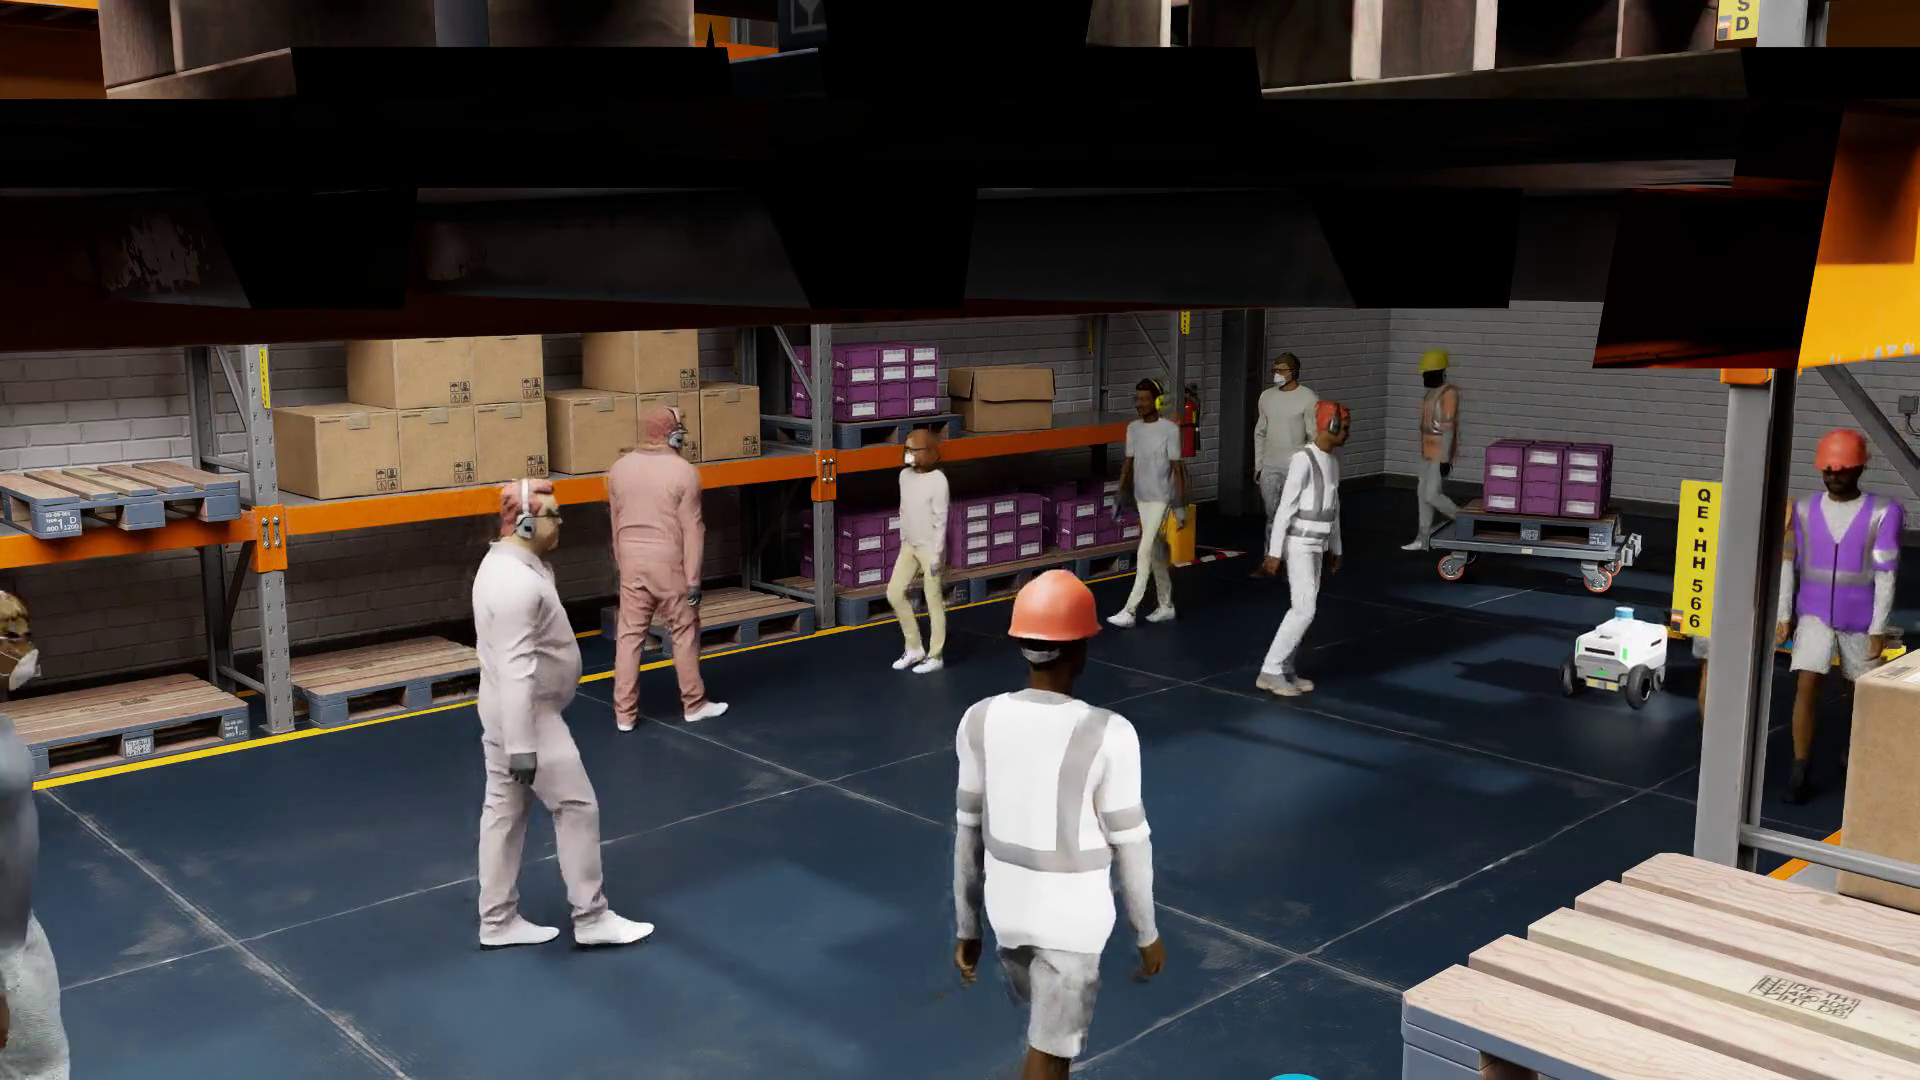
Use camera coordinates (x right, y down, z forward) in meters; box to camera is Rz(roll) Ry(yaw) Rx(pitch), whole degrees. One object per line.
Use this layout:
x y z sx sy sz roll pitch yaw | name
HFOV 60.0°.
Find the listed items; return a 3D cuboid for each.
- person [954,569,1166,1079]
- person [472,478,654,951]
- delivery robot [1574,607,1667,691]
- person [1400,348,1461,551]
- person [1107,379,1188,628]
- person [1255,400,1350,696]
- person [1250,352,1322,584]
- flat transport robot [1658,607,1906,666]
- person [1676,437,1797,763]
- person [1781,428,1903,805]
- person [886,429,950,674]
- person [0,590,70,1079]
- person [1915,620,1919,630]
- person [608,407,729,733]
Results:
0.205 1.033 4.534 0.548 1.901 0.957 8 12 39 | person
-1.560 0.692 6.530 0.785 1.881 0.673 -4 10 -21 | person
4.113 0.661 10.337 0.477 0.478 0.707 9 13 42 | delivery robot
4.424 -0.812 15.286 0.599 1.903 0.640 -2 10 -10 | person
1.319 -0.261 12.258 0.887 1.832 0.560 -8 12 -38 | person
2.166 0.051 10.397 0.461 1.848 0.614 6 11 31 | person
2.730 -0.604 13.970 0.359 1.938 0.635 -9 13 -43 | person
5.708 0.636 11.589 0.652 0.197 1.431 -9 13 -42 | flat transport robot
3.991 0.339 8.630 0.563 1.896 0.849 7 12 34 | person
4.507 0.355 8.512 0.533 1.897 0.964 8 13 39 | person
-0.284 0.082 10.865 0.454 1.614 0.531 -8 13 -39 | person
-2.556 1.062 4.281 0.506 1.918 0.643 -4 10 -22 | person
7.040 -0.225 11.633 0.653 1.977 0.732 -9 13 -44 | person
-1.746 0.173 9.658 0.656 1.873 0.654 4 11 23 | person
